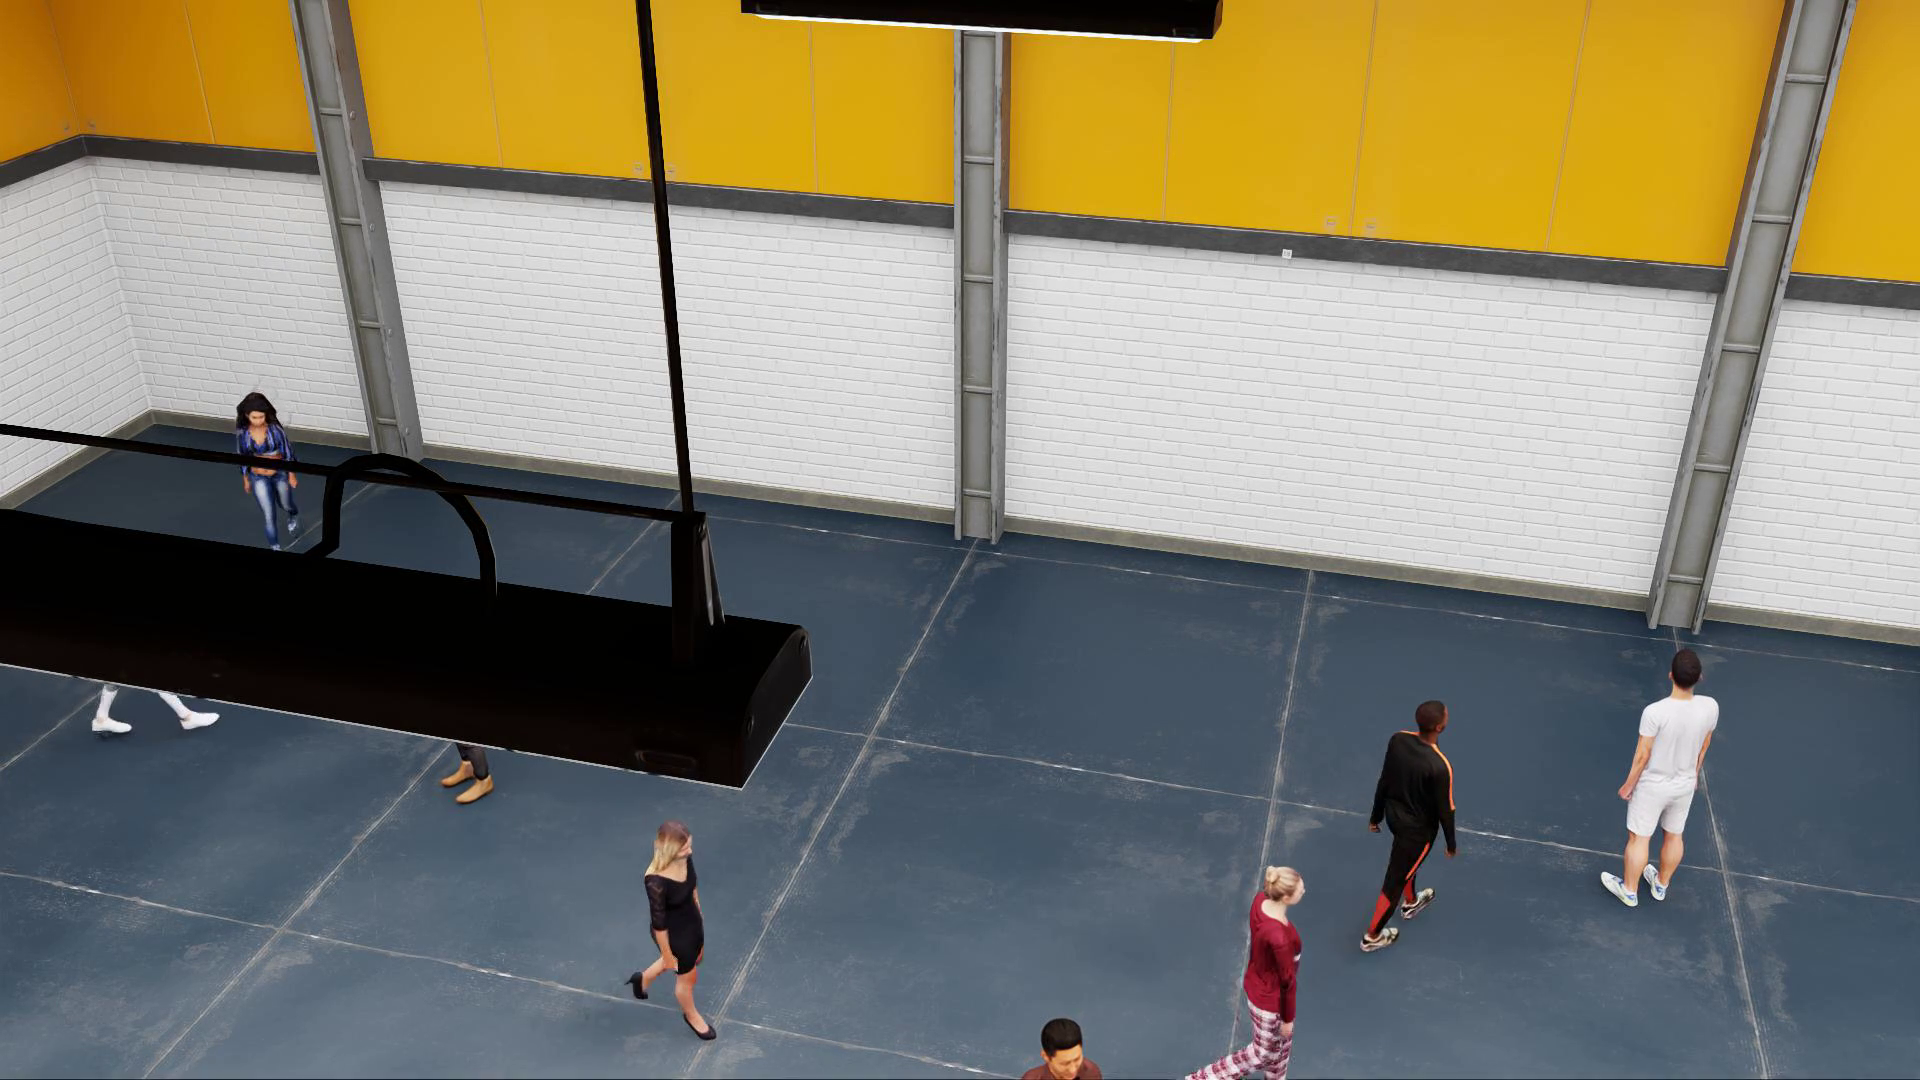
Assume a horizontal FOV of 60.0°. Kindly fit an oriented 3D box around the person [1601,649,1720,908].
[{"bbox_3d":[4.451,1.515,10.496,0.682,1.854,0.821,-5,29,-10],"label":"person"}]

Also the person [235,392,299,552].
[{"bbox_3d":[-6.040,-0.572,14.591,1.090,1.594,1.060,-8,30,-14],"label":"person"}]

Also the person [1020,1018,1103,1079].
[{"bbox_3d":[0.433,2.947,7.949,0.664,1.778,0.762,-11,30,-19],"label":"person"}]

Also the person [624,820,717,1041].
[{"bbox_3d":[-1.679,2.206,9.439,0.830,1.652,0.644,8,30,14],"label":"person"}]

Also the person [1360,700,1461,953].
[{"bbox_3d":[2.660,1.769,10.101,1.067,1.785,1.009,-16,32,-26],"label":"person"}]

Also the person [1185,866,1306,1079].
[{"bbox_3d":[1.589,2.448,8.962,1.038,1.684,0.830,-3,29,-5],"label":"person"}]
